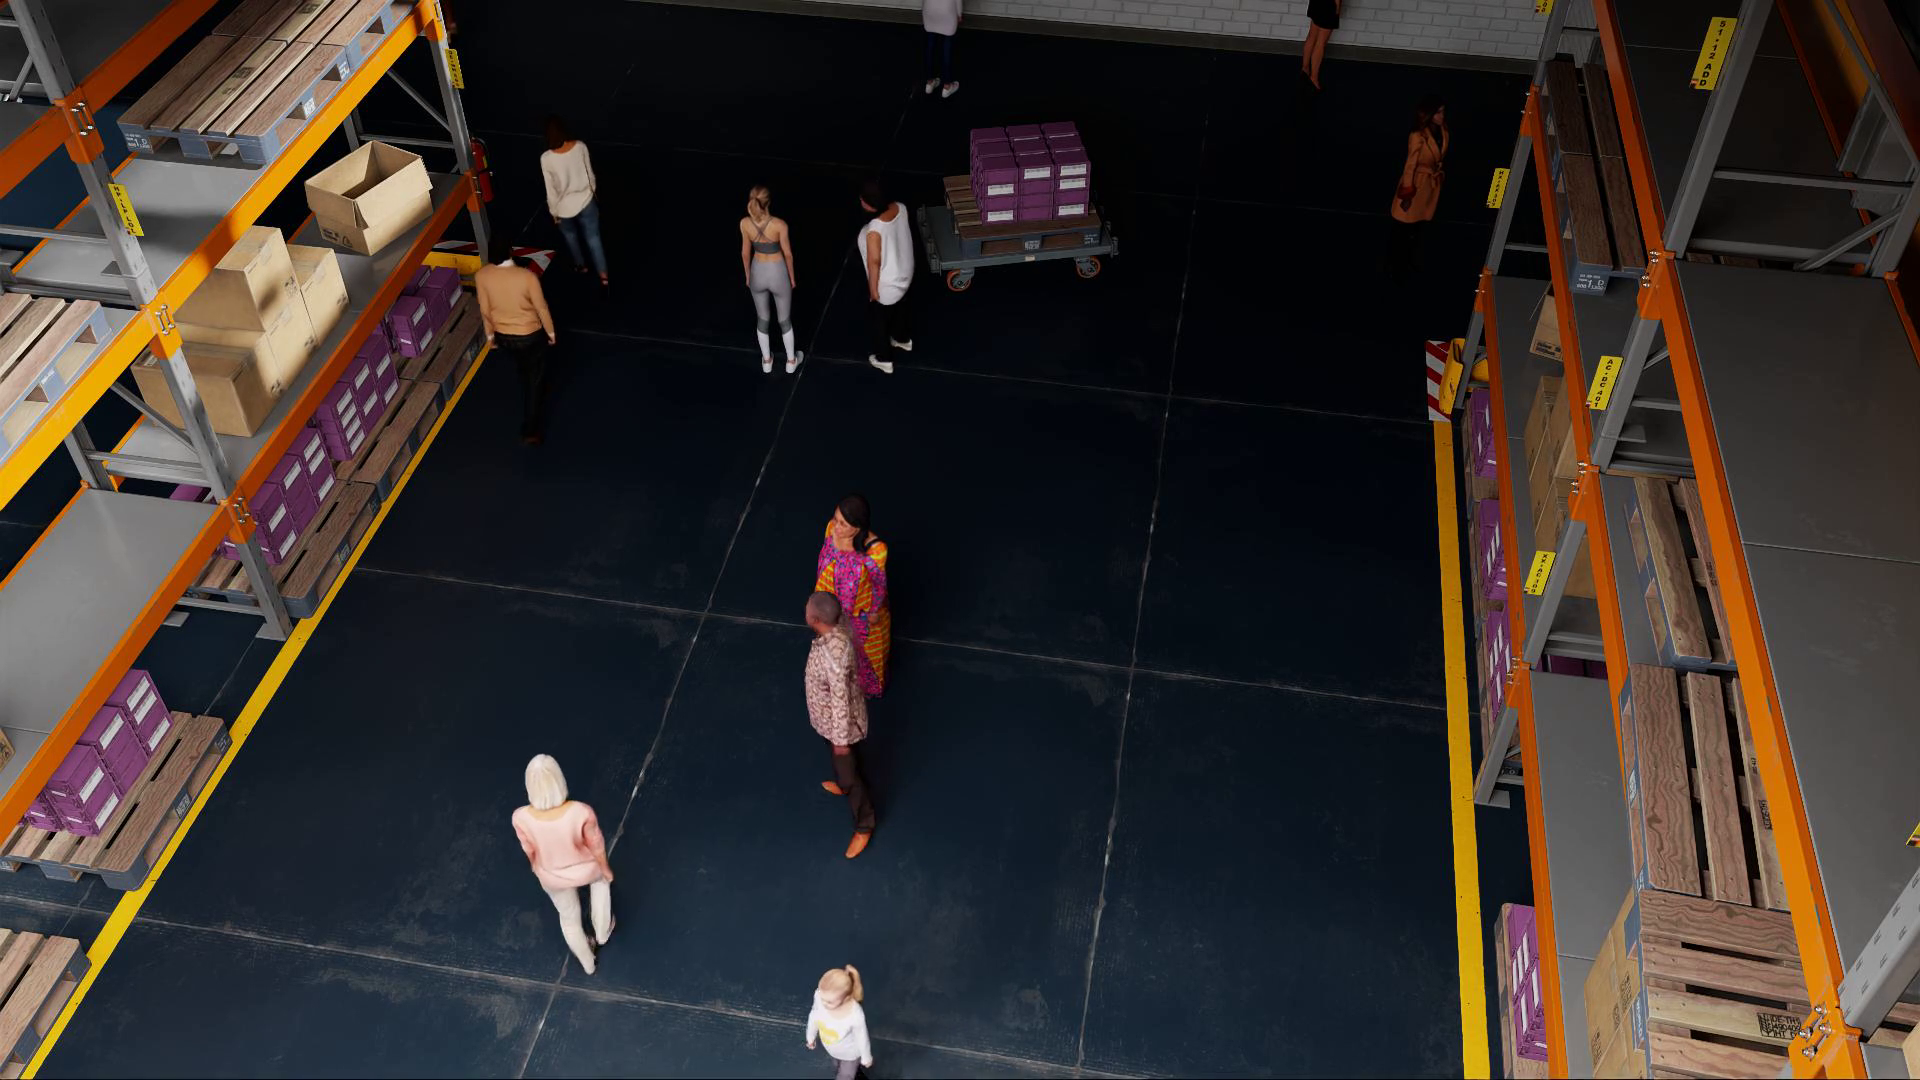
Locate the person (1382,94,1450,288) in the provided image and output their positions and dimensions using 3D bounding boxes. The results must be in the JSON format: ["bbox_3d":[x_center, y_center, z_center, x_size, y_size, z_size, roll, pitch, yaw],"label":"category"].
[{"bbox_3d":[3.867,-2.963,14.053,0.757,1.720,0.826,-28,50,-26],"label":"person"}]

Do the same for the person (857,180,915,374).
[{"bbox_3d":[-0.586,-2.094,13.172,0.856,1.677,0.728,27,50,25],"label":"person"}]

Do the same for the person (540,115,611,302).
[{"bbox_3d":[-3.180,-2.743,13.879,1.013,1.642,1.131,-20,47,-19],"label":"person"}]

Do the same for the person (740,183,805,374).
[{"bbox_3d":[-1.502,-2.053,13.110,0.554,1.703,0.531,6,44,6],"label":"person"}]

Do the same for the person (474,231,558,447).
[{"bbox_3d":[-3.329,-1.492,12.500,0.716,1.732,1.164,5,44,5],"label":"person"}]

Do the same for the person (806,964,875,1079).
[{"bbox_3d":[-0.558,2.556,8.589,0.655,1.266,0.737,32,52,29],"label":"person"}]

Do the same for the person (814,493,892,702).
[{"bbox_3d":[-0.678,0.341,10.609,0.763,1.686,0.799,28,50,27],"label":"person"}]

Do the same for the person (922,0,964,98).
[{"bbox_3d":[-0.201,-5.240,16.403,0.650,1.775,0.602,16,46,16],"label":"person"}]

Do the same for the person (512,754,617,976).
[{"bbox_3d":[-2.124,1.833,9.021,0.699,1.716,0.719,-6,44,-6],"label":"person"}]

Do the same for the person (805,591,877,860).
[{"bbox_3d":[-0.676,1.039,9.807,1.026,1.781,0.716,-14,45,-14],"label":"person"}]

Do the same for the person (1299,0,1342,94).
[{"bbox_3d":[3.610,-5.317,16.441,0.716,1.833,0.605,-12,45,-12],"label":"person"}]
